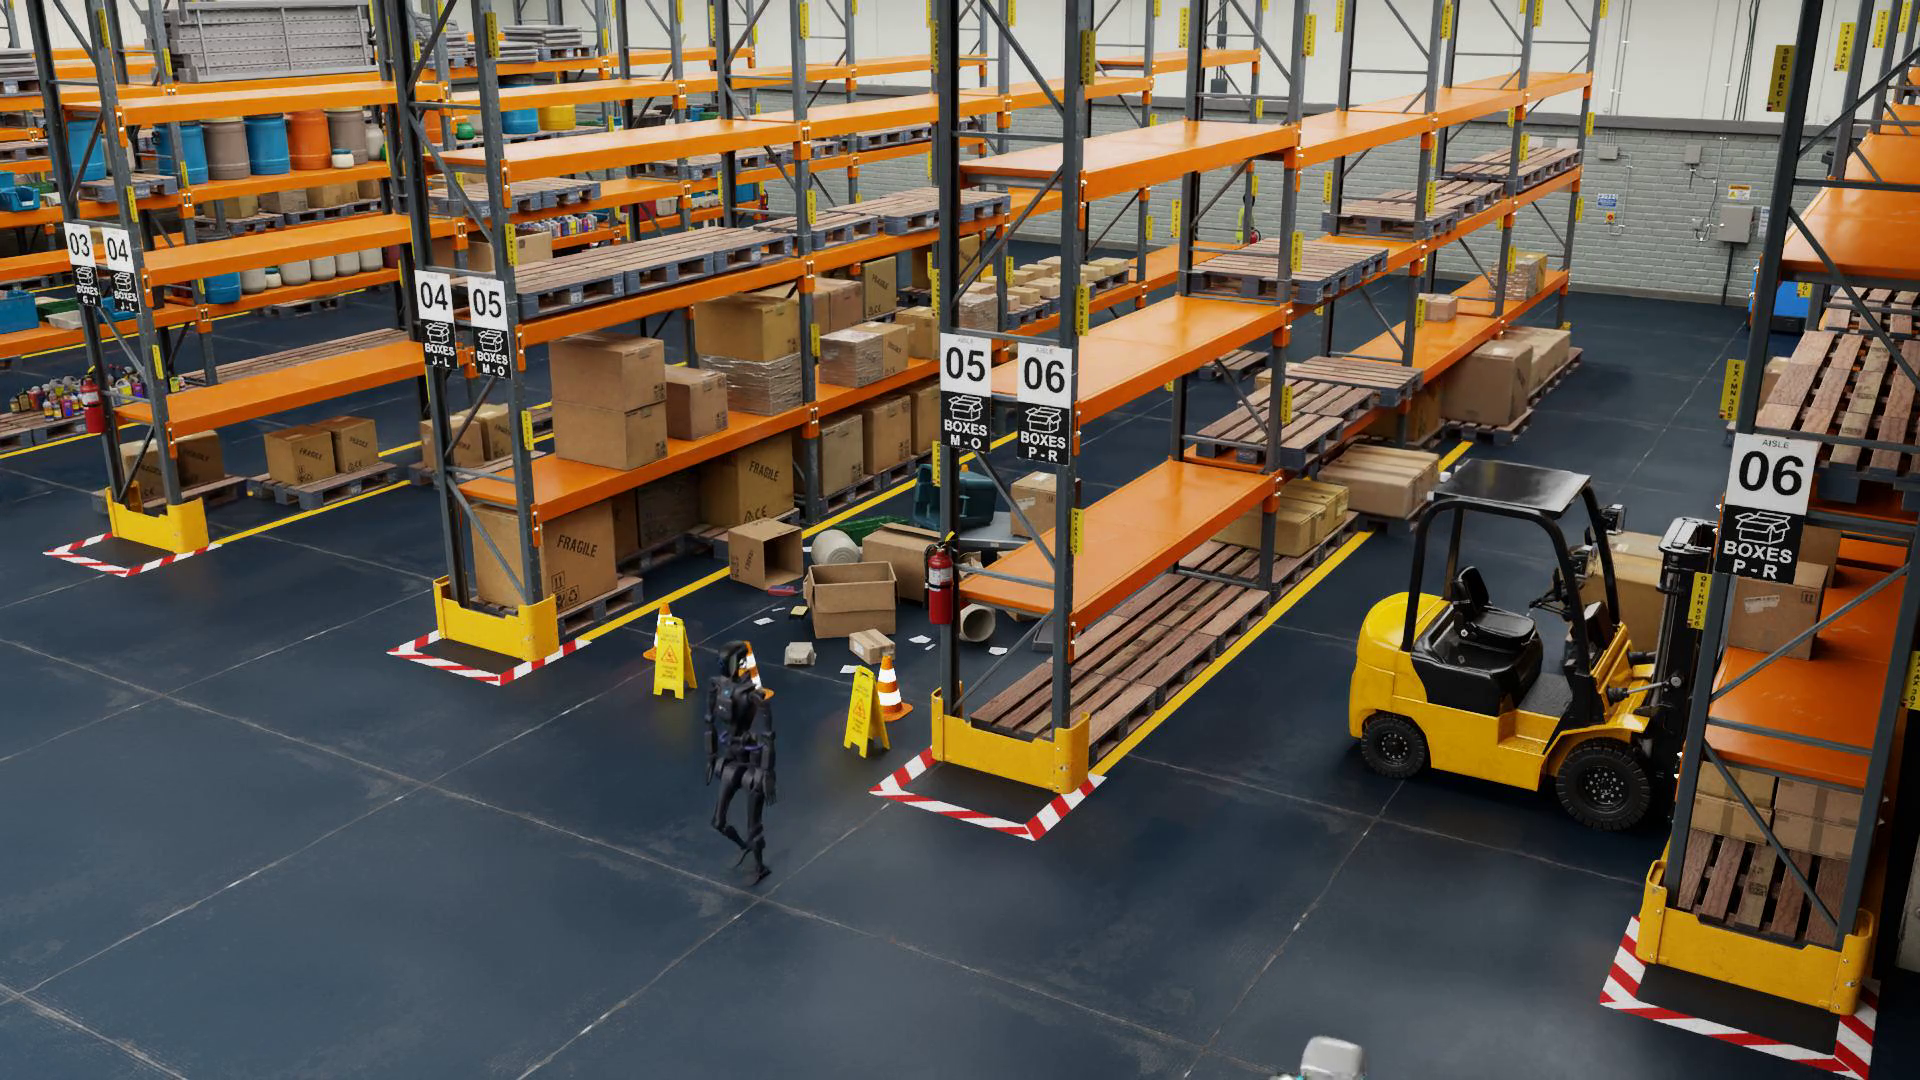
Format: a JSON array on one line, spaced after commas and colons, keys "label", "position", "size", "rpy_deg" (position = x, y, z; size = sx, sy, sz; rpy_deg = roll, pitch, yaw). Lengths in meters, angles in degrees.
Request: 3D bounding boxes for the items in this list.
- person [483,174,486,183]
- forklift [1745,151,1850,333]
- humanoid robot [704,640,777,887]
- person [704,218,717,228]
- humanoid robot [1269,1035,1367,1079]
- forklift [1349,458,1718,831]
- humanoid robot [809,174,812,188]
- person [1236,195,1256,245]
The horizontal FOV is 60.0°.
[{"label": "person", "position": [-10.425, -7.738, 36.641], "size": [0.331, 1.800, 0.535], "rpy_deg": [11, 22, 29]}, {"label": "forklift", "position": [13.620, -4.667, 26.137], "size": [1.873, 2.768, 1.129], "rpy_deg": [11, 22, 29]}, {"label": "humanoid robot", "position": [-1.347, 1.397, 10.429], "size": [0.585, 1.646, 0.356], "rpy_deg": [12, 22, 31]}, {"label": "person", "position": [-5.232, -7.065, 34.869], "size": [0.489, 1.688, 0.345], "rpy_deg": [-6, 20, -18]}, {"label": "humanoid robot", "position": [1.377, 2.809, 6.291], "size": [0.558, 1.792, 0.881], "rpy_deg": [6, 20, 16]}, {"label": "forklift", "position": [3.988, 0.658, 11.776], "size": [2.313, 2.155, 1.214], "rpy_deg": [11, 22, 29]}, {"label": "humanoid robot", "position": [-3.171, -7.068, 34.898], "size": [0.411, 1.642, 0.595], "rpy_deg": [-3, 19, -9]}, {"label": "person", "position": [5.203, -5.497, 30.337], "size": [0.321, 1.686, 0.537], "rpy_deg": [-2, 19, -5]}]
